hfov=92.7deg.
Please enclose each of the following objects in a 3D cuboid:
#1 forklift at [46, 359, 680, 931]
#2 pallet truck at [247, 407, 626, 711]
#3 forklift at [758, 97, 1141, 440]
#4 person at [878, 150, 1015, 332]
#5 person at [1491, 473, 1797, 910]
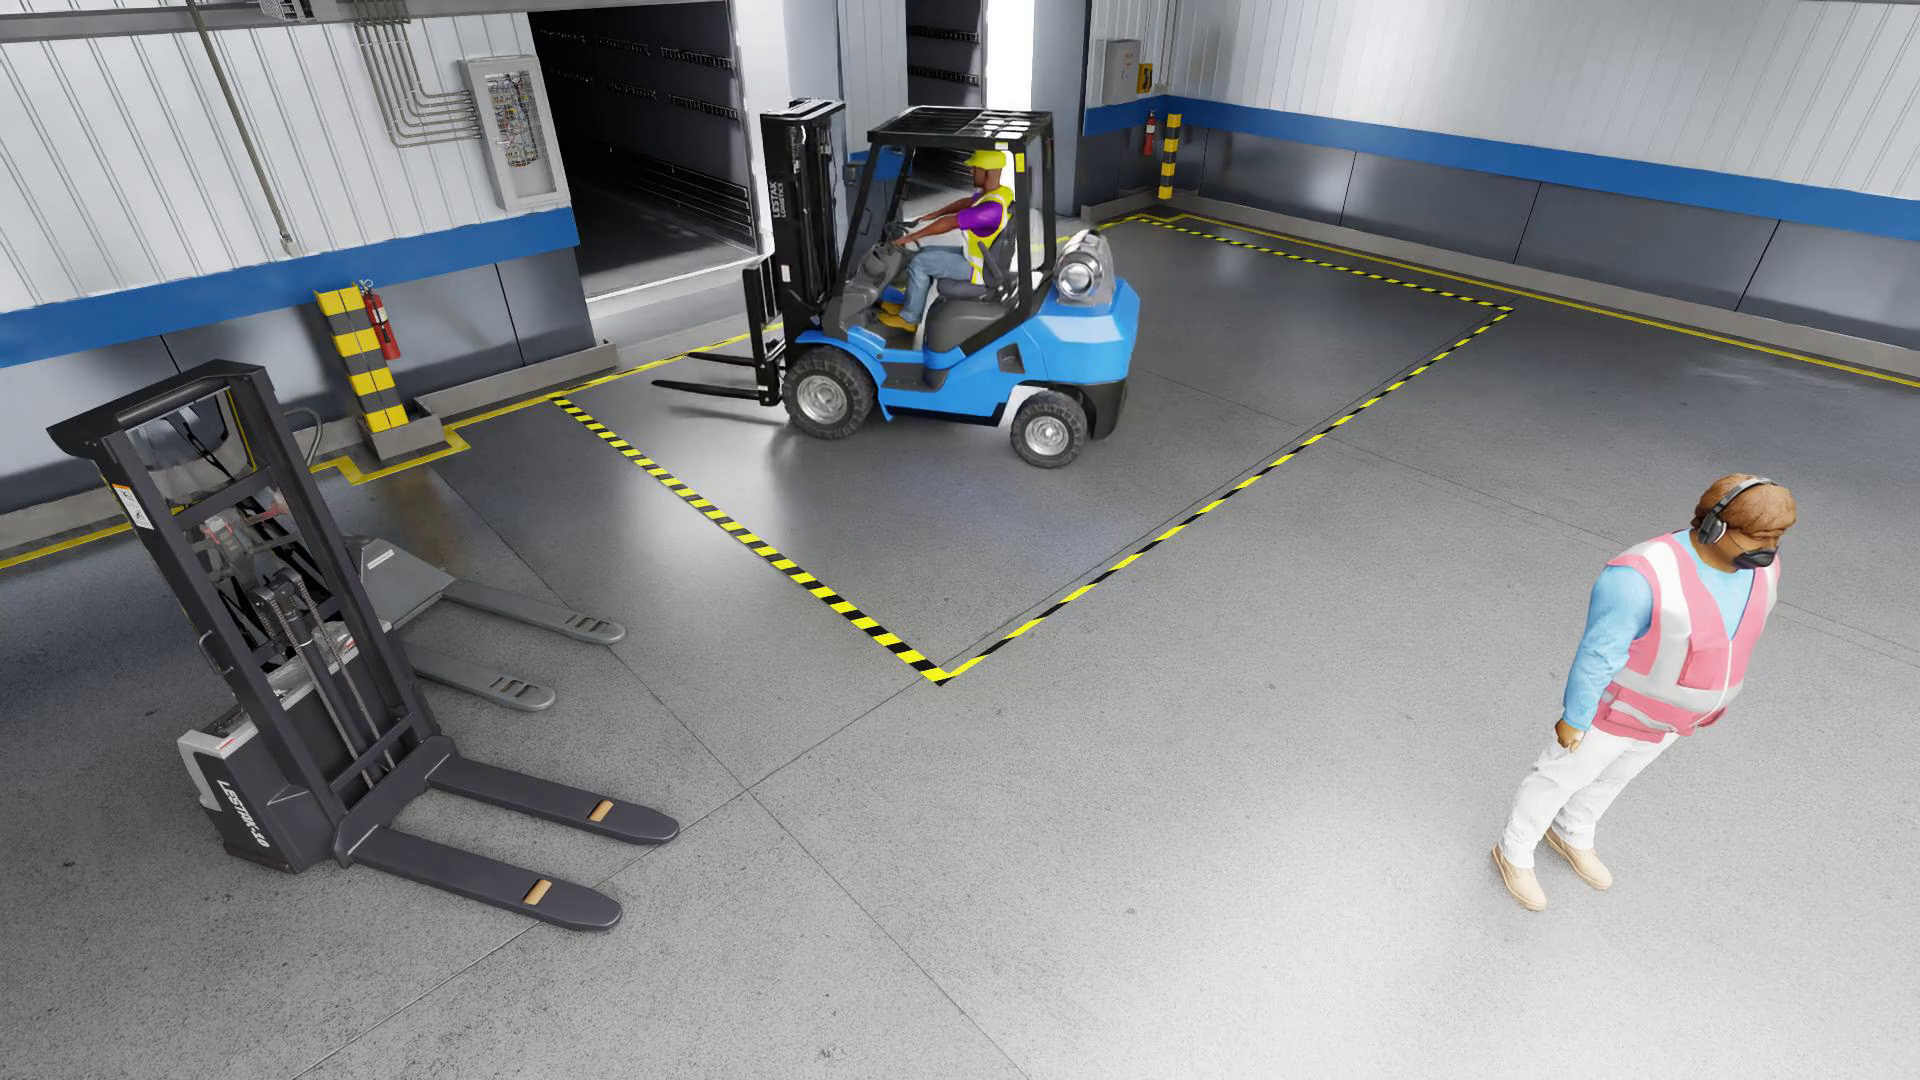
[{"bbox_3d":[-2.135,0.422,3.354,1.885,1.965,0.823,10,35,14],"label":"forklift"},{"bbox_3d":[-2.628,0.038,4.590,1.601,1.201,0.680,12,36,18],"label":"pallet truck"},{"bbox_3d":[-0.070,-1.938,6.509,2.680,2.036,1.157,8,35,12],"label":"forklift"},{"bbox_3d":[-0.126,-2.106,6.421,1.004,1.294,0.635,8,35,12],"label":"person"},{"bbox_3d":[2.404,0.587,3.249,0.622,1.844,0.429,-9,35,-12],"label":"person"}]
